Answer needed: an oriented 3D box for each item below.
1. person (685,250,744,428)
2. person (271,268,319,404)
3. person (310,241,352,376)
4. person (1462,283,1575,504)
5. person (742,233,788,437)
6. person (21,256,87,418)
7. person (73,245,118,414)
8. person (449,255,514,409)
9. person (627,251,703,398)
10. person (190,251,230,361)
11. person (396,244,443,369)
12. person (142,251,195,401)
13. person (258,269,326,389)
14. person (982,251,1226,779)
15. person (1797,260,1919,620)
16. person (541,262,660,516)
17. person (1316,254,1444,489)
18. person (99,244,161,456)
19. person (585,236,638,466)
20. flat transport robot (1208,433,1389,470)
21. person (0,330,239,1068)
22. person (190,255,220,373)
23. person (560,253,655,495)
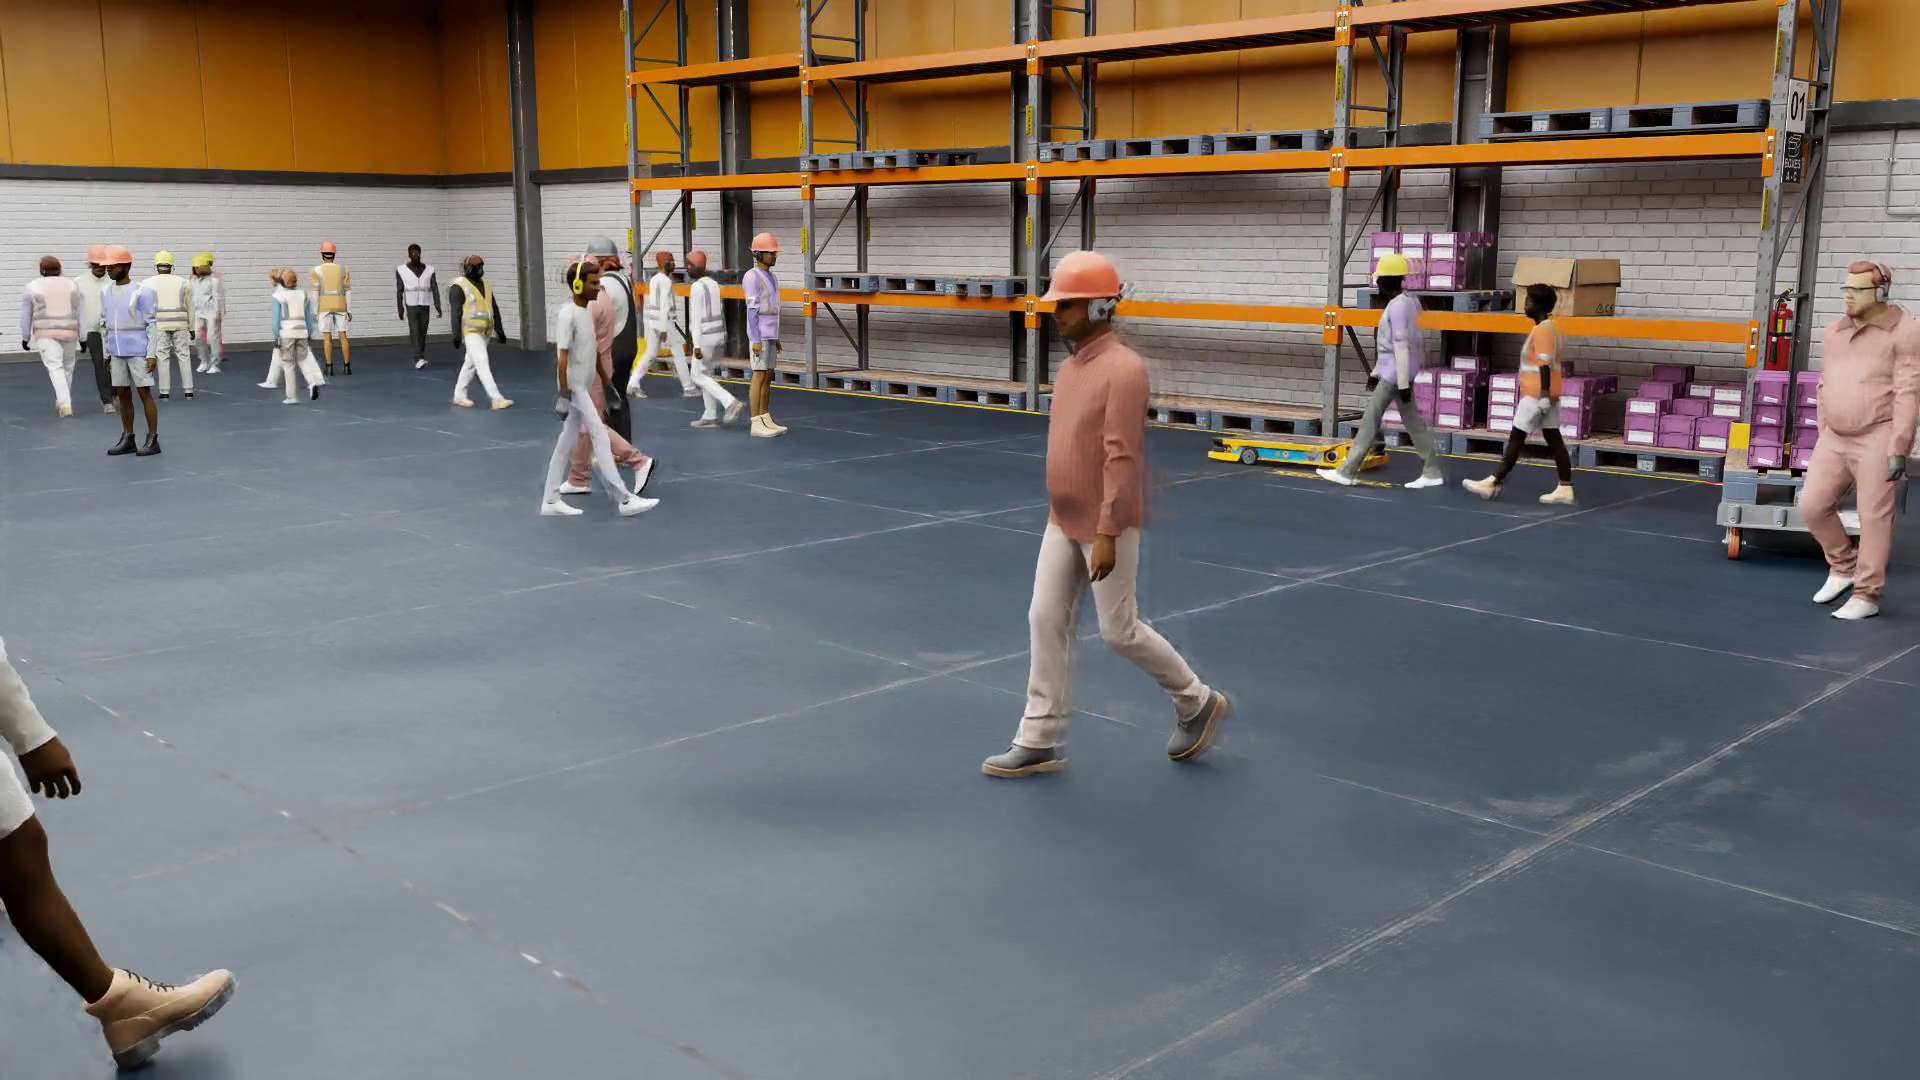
[{"bbox_3d":[-2.580,-2.073,17.323,0.564,1.867,0.601,3,11,15],"label":"person"},{"bbox_3d":[-7.963,-2.426,19.882,0.436,1.626,0.530,7,13,35],"label":"person"},{"bbox_3d":[-9.100,-3.349,24.088,0.551,1.934,0.372,-6,12,-32],"label":"person"},{"bbox_3d":[4.274,-1.100,12.561,0.855,1.649,0.552,4,11,23],"label":"person"},{"bbox_3d":[-1.958,-2.066,16.805,0.371,2.044,0.608,3,11,14],"label":"person"},{"bbox_3d":[-10.142,-2.277,18.640,0.637,1.795,0.965,-9,14,-42],"label":"person"},{"bbox_3d":[-9.893,-2.445,19.258,0.623,1.921,1.062,-5,12,-27],"label":"person"},{"bbox_3d":[-5.658,-2.438,19.517,0.961,1.794,0.641,4,11,22],"label":"person"},{"bbox_3d":[-3.734,-2.683,20.769,1.014,1.834,0.592,-6,12,-28],"label":"person"},{"bbox_3d":[-12.078,-3.752,26.756,0.531,1.767,0.328,0,10,-2],"label":"person"},{"bbox_3d":[-8.144,-3.506,25.125,0.596,1.878,0.957,-8,13,-36],"label":"person"},{"bbox_3d":[-9.690,-2.616,20.375,0.601,1.830,0.404,-7,13,-34],"label":"person"},{"bbox_3d":[-8.829,-2.774,21.913,0.864,1.586,0.512,1,10,5],"label":"person"},{"bbox_3d":[0.548,-0.087,6.215,0.899,1.970,0.608,-5,12,-26],"label":"person"},{"bbox_3d":[4.735,-0.512,8.756,0.416,1.894,0.661,-4,11,-23],"label":"person"},{"bbox_3d":[-2.616,-1.069,11.947,0.935,1.824,0.536,0,10,-1],"label":"person"},{"bbox_3d":[3.424,-1.333,13.277,1.005,1.872,0.594,4,11,21],"label":"person"},{"bbox_3d":[-7.645,-1.731,15.265,0.552,1.935,0.374,2,11,13],"label":"person"},{"bbox_3d":[-3.083,-1.639,14.480,0.538,2.000,0.701,2,10,8],"label":"person"},{"bbox_3d":[2.988,-0.796,14.715,1.431,0.197,0.652,7,13,35],"label":"flat transport robot"},{"bbox_3d":[-2.162,0.365,3.679,1.029,1.993,0.619,-7,13,-34],"label":"person"},{"bbox_3d":[-11.101,-3.310,24.462,0.486,1.730,0.386,2,11,9],"label":"person"},{"bbox_3d":[-2.805,-1.265,12.859,0.797,1.885,0.645,-1,10,-5],"label":"person"}]
